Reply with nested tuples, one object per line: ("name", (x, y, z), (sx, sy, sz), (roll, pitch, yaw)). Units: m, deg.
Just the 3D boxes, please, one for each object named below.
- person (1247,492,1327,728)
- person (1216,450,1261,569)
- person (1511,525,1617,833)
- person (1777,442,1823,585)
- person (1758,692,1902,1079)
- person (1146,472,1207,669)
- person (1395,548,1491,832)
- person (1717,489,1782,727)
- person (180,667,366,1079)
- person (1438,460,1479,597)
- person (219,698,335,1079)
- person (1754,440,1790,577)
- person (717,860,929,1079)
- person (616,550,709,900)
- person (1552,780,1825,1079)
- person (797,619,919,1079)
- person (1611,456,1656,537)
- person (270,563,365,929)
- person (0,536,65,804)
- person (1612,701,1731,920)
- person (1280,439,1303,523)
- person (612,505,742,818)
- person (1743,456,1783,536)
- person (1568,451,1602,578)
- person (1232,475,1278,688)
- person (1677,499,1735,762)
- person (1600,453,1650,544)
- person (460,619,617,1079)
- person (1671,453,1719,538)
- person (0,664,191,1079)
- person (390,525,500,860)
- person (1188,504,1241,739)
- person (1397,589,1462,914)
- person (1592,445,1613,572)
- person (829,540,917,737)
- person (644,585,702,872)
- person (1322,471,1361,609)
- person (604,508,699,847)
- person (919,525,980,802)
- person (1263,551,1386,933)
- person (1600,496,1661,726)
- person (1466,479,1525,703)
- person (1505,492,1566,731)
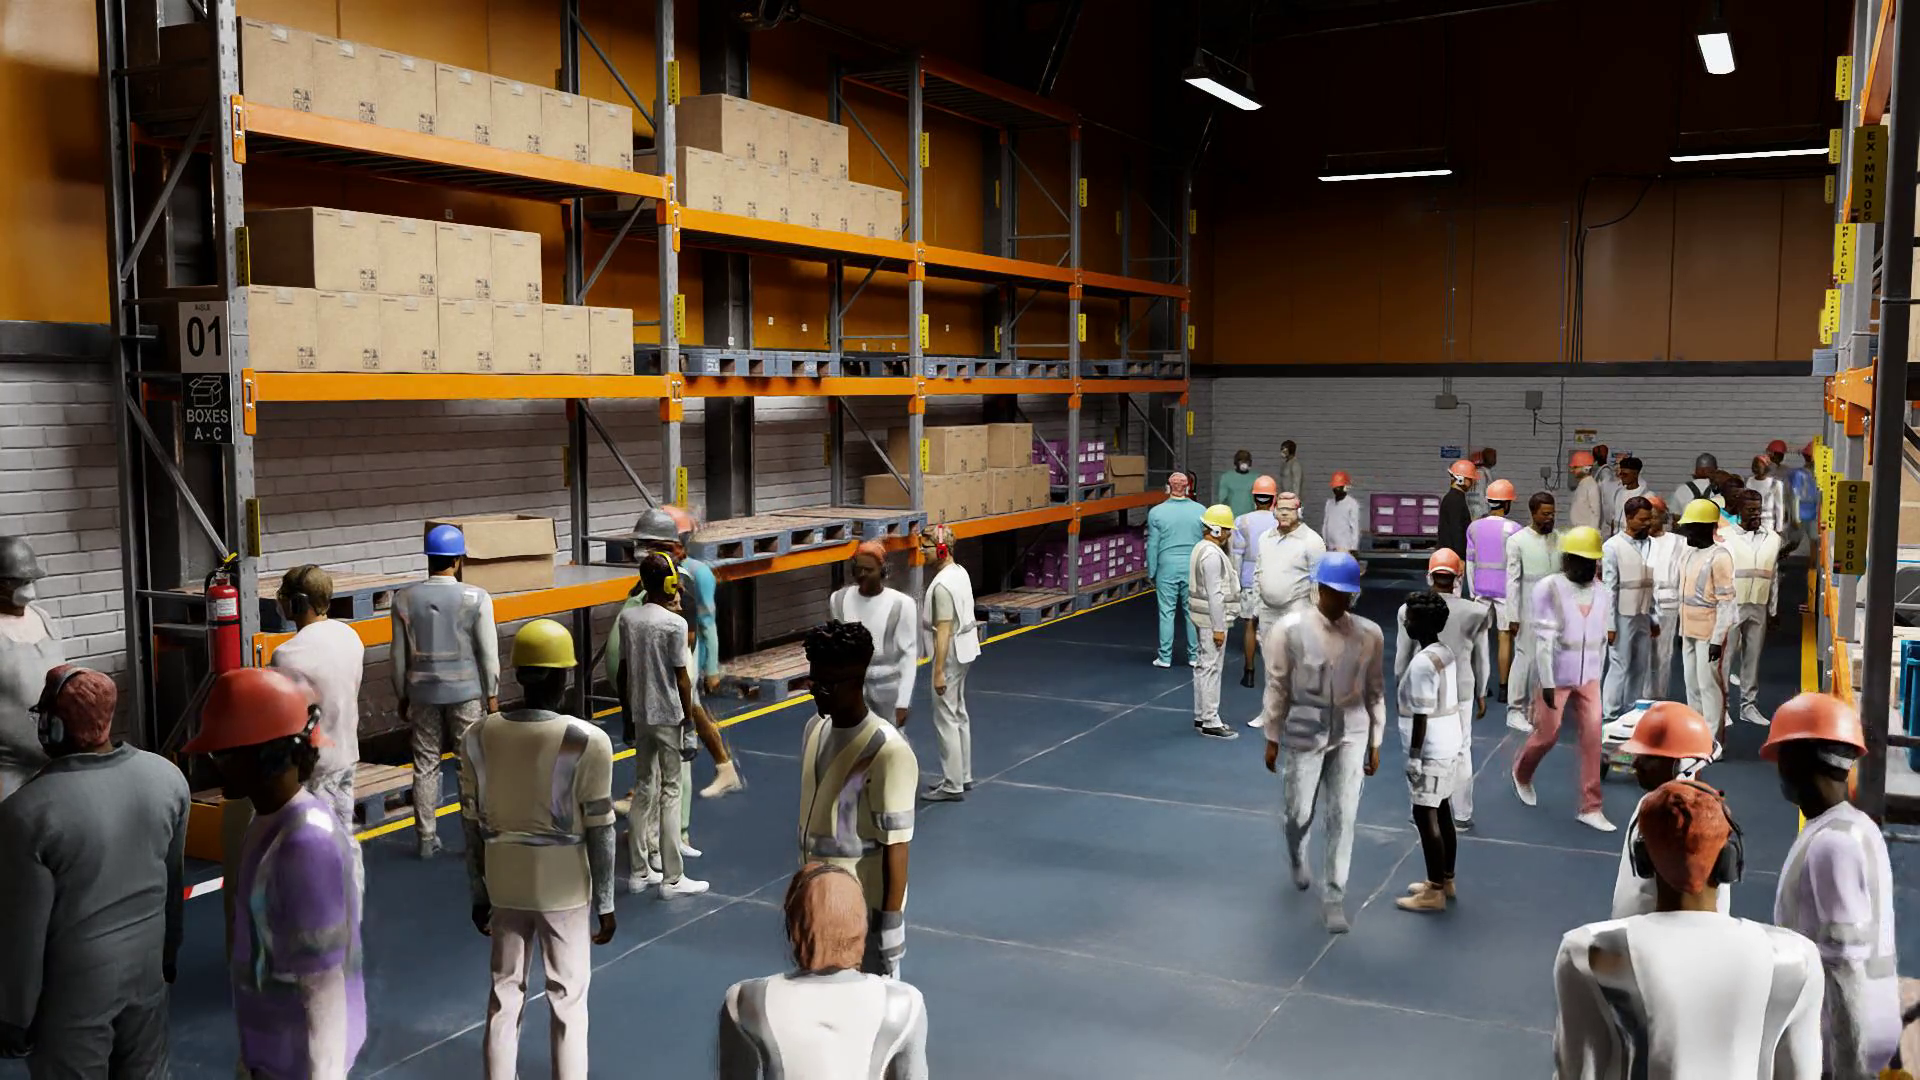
("person", (2.573, 0.574, 13.199), (0.409, 1.909, 0.652), (-5, 7, -43))
("person", (3.677, -0.220, 21.755), (0.649, 1.902, 0.806), (0, 5, 4))
("person", (3.829, 0.833, 10.514), (0.575, 1.893, 0.832), (-1, 5, -12))
("person", (11.396, -0.341, 22.577), (0.619, 2.009, 0.926), (-3, 6, -26))
("person", (2.358, 1.382, 4.706), (0.898, 1.869, 0.600), (3, 6, 33))
("person", (2.111, 0.299, 16.175), (0.638, 1.909, 0.408), (-1, 5, -8))
("person", (2.986, 0.921, 10.308), (0.573, 1.746, 0.346), (1, 5, 14))
("person", (6.344, 0.545, 13.463), (0.593, 1.920, 0.392), (-1, 5, -8))
("person", (-1.774, 1.334, 4.400), (0.458, 2.025, 0.628), (-3, 6, -28))
("person", (5.128, 0.168, 17.149), (0.391, 1.988, 0.611), (1, 5, 10))
("person", (-2.200, 1.373, 5.435), (0.342, 1.748, 0.572), (-5, 7, -41))
("person", (11.618, -0.444, 23.771), (0.613, 1.985, 0.412), (-2, 6, -22))
("person", (-0.321, 1.578, 3.927), (0.519, 1.617, 0.703), (-1, 5, -9))
("person", (-1.617, 0.989, 8.968), (0.537, 1.865, 0.312), (4, 6, 35))
("person", (1.599, 1.470, 3.708), (0.575, 1.881, 0.356), (1, 5, 6))
("person", (-0.381, 1.243, 5.788), (0.373, 1.954, 0.606), (-3, 6, -33))
("person", (7.493, 0.044, 18.595), (0.361, 1.963, 0.613), (-2, 6, -22))
("person", (-2.981, 1.072, 7.685), (0.372, 1.940, 0.630), (1, 5, 6))
("person", (-4.563, 0.987, 8.059), (0.536, 2.000, 0.687), (1, 5, 10))
("person", (2.244, 1.381, 5.326), (0.320, 1.755, 0.563), (0, 5, 0))
("person", (5.026, -0.565, 25.311), (0.373, 1.936, 0.631), (-1, 5, -6))
("person", (-1.847, 0.763, 10.784), (1.071, 1.986, 0.633), (-5, 7, -41))
("person", (10.570, -0.202, 21.985), (0.985, 1.842, 0.575), (-4, 7, -37))
("person", (7.310, -0.053, 19.508), (0.402, 1.990, 0.622), (0, 5, 5))
("person", (2.752, 0.380, 15.139), (0.551, 1.935, 0.371), (1, 5, 7))
("person", (5.409, 0.661, 12.161), (0.369, 1.925, 0.594), (0, 5, -1))
("person", (8.241, -0.128, 20.763), (0.639, 1.910, 0.406), (5, 7, 44))
("person", (-1.501, 1.243, 5.985), (0.585, 1.918, 0.409), (1, 5, 13))
("person", (8.387, -0.004, 18.721), (0.693, 2.000, 0.968), (4, 7, 36))
("person", (-2.669, 1.328, 5.089), (0.409, 1.912, 0.642), (2, 6, 21))
("person", (-2.978, 0.884, 9.658), (0.615, 1.946, 0.391), (0, 5, 0))
("person", (1.993, 0.632, 13.022), (0.403, 1.826, 0.586), (0, 5, -2))
("person", (2.460, 1.100, 8.735), (0.322, 1.693, 0.532), (3, 6, 27))
("person", (9.426, -0.461, 24.455), (0.354, 1.886, 0.573), (2, 6, 16))
("person", (-0.535, 0.920, 9.874), (0.597, 1.824, 0.999), (2, 6, 18))
("person", (-1.687, 1.050, 9.511), (0.307, 1.641, 0.514), (2, 6, 20))
("person", (4.571, 0.036, 19.871), (0.574, 1.736, 0.577), (-2, 6, -25))
("person", (-1.809, 0.828, 9.763), (0.537, 2.000, 0.683), (-2, 6, -22))
("person", (-0.065, 0.814, 11.029), (0.380, 1.836, 0.568), (1, 5, 11))
("person", (1.866, 0.997, 8.566), (0.628, 1.918, 0.674), (0, 5, 3))
("person", (5.169, 0.608, 12.864), (0.597, 1.907, 0.401), (-3, 6, -32))
("person", (4.672, 0.443, 14.465), (0.358, 1.938, 0.542), (-5, 7, -42))
("person", (4.596, 0.564, 13.331), (0.604, 1.911, 0.387), (-3, 6, -28))
